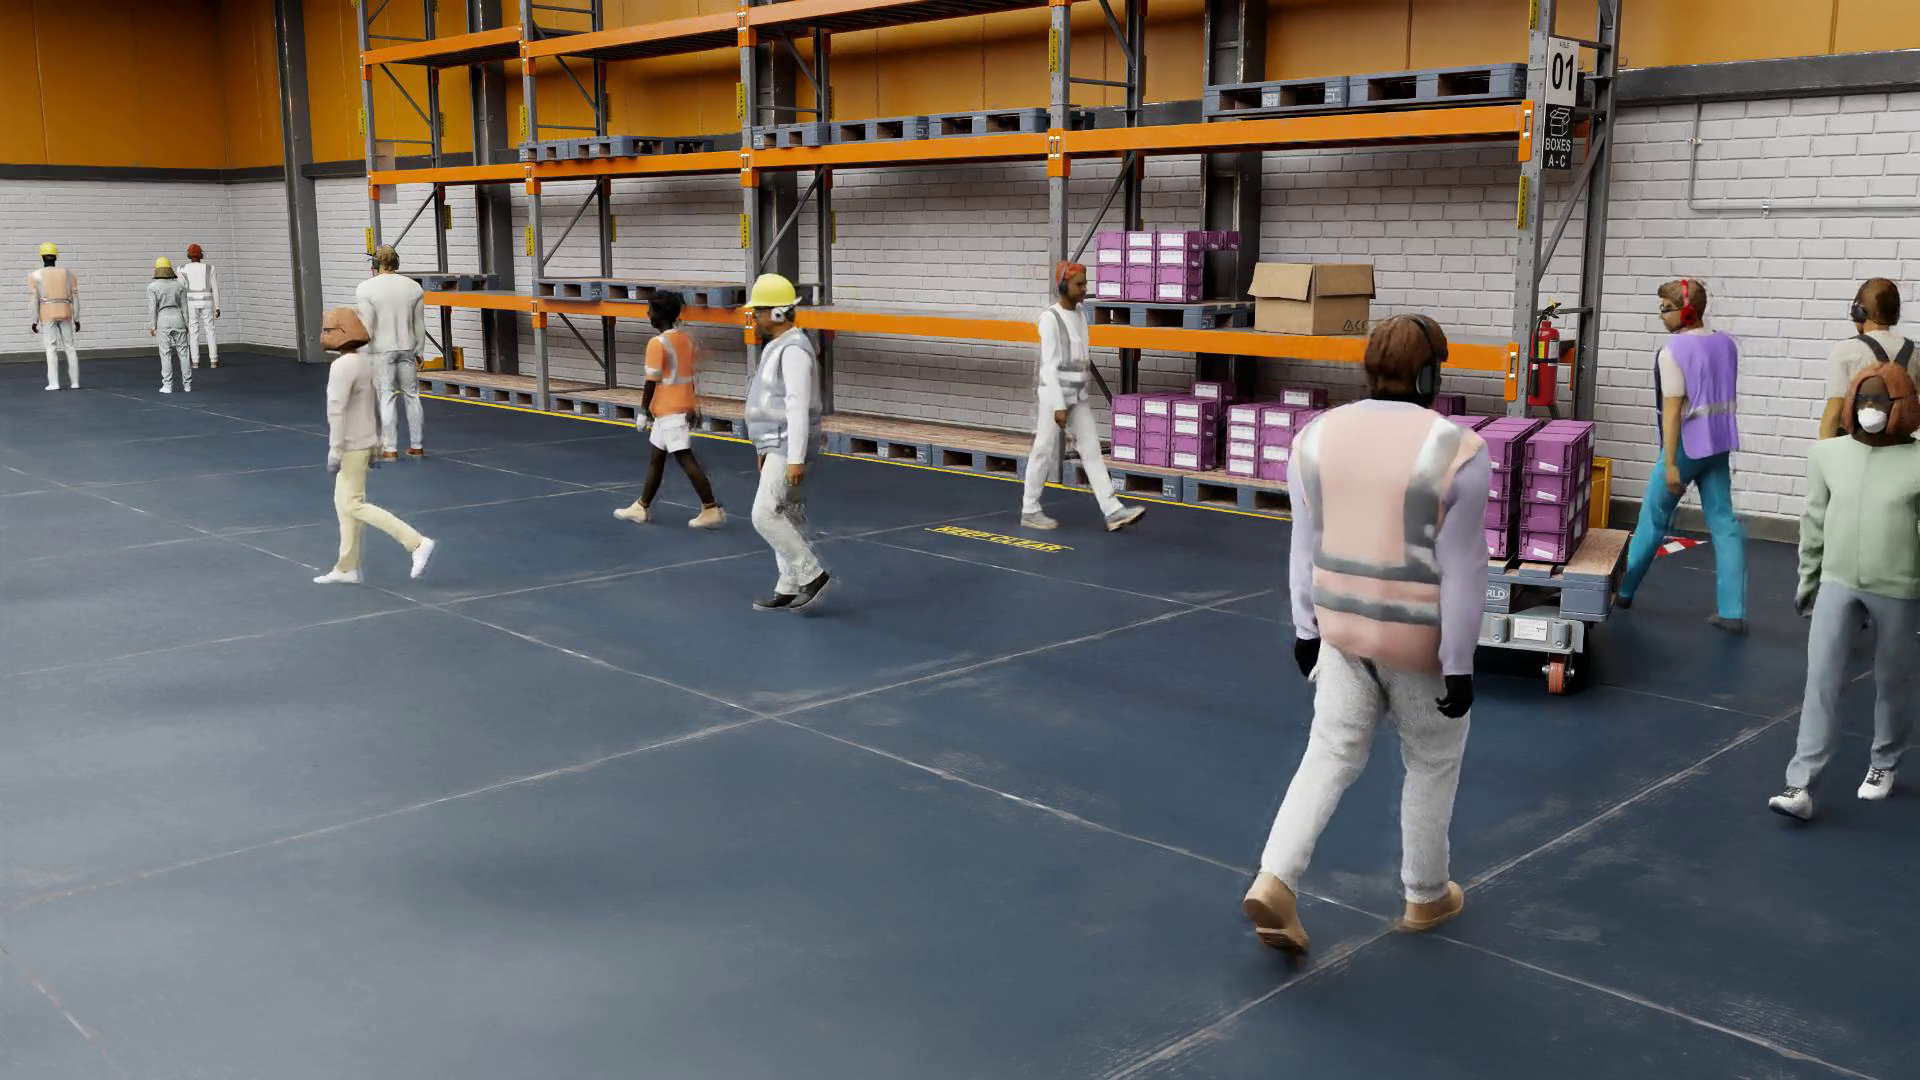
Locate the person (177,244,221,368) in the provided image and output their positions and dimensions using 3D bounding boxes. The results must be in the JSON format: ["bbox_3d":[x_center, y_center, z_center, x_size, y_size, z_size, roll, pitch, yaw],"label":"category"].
[{"bbox_3d":[-11.597,-3.559,25.377,0.577,1.884,0.353,-4,11,-21],"label":"person"}]

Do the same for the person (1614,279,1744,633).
[{"bbox_3d":[3.772,-0.450,8.671,0.688,1.789,0.946,-5,11,-25],"label":"person"}]

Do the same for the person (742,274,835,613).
[{"bbox_3d":[-0.948,-0.495,8.857,0.414,1.820,0.616,-2,11,-12],"label":"person"}]

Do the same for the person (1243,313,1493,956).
[{"bbox_3d":[1.155,0.276,4.657,0.844,1.819,0.627,-10,14,-44],"label":"person"}]

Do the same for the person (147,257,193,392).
[{"bbox_3d":[-10.226,-2.774,21.509,0.484,1.735,0.311,-9,13,-39],"label":"person"}]

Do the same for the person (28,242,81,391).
[{"bbox_3d":[-11.849,-2.921,21.781,0.593,1.924,0.381,-10,14,-43],"label":"person"}]

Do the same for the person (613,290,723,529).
[{"bbox_3d":[-2.019,-0.897,11.495,0.867,1.648,0.547,3,11,13],"label":"person"}]

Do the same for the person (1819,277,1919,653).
[{"bbox_3d":[4.374,-0.349,8.048,0.542,1.821,0.434,-1,10,-4],"label":"person"}]

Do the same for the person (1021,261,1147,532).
[{"bbox_3d":[0.790,-0.947,11.256,0.968,1.835,0.609,7,13,35],"label":"person"}]

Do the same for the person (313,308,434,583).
[{"bbox_3d":[-3.420,-0.527,9.584,0.661,1.618,0.498,-1,10,-6],"label":"person"}]

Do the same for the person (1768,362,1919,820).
[{"bbox_3d":[3.137,0.182,5.765,0.838,1.580,0.521,-10,14,-43],"label":"person"}]

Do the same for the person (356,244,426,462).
[{"bbox_3d":[-5.096,-1.673,14.942,0.356,1.938,0.633,10,14,44],"label":"person"}]
